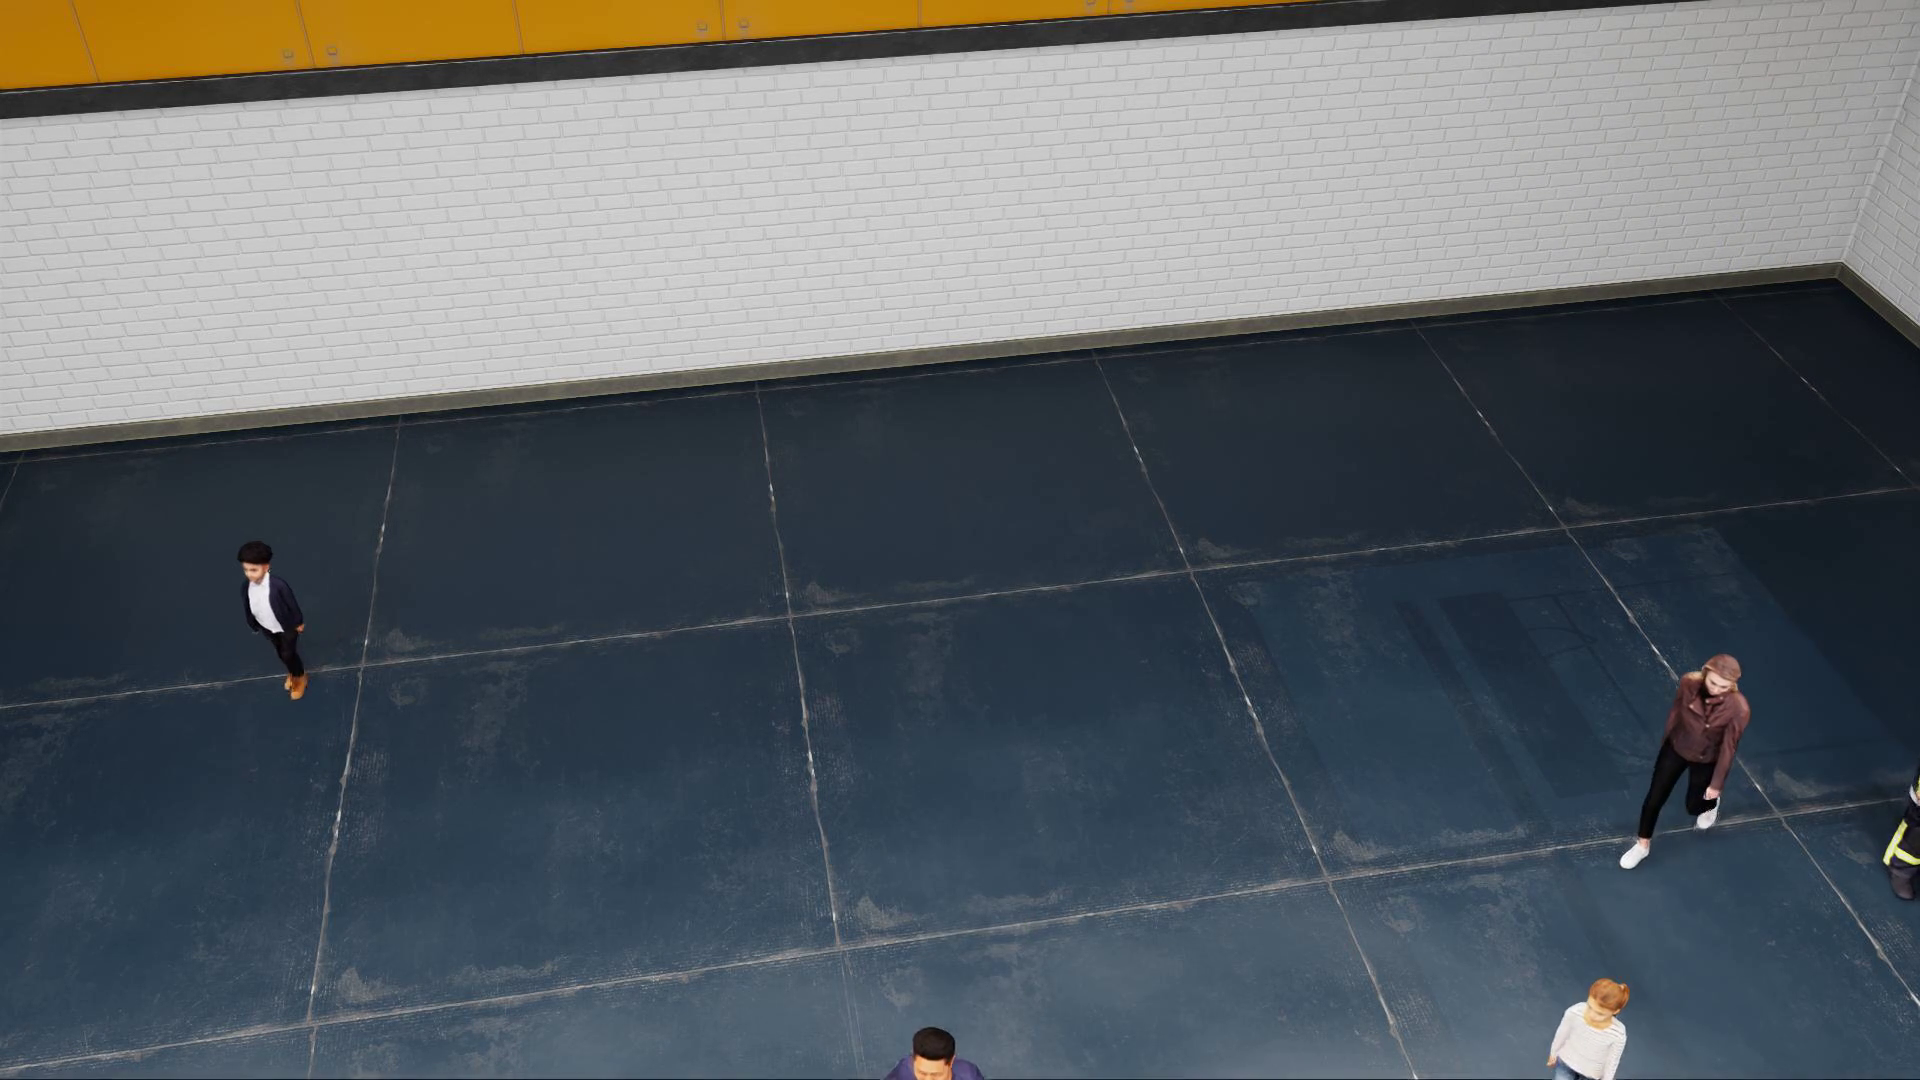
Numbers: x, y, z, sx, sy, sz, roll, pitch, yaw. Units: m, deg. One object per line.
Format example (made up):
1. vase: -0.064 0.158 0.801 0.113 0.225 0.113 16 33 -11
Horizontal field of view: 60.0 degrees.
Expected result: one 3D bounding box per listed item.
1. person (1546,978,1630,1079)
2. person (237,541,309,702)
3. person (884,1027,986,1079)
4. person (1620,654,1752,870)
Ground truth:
1. person: 3.175 2.624 8.404 0.690 1.307 0.739 27 46 30
2. person: -4.564 0.488 11.151 0.586 1.216 0.622 7 39 8
3. person: -0.117 2.779 7.869 0.923 1.732 1.261 6 39 7
4. person: 4.370 1.258 9.813 0.992 1.683 1.019 -30 47 -32
